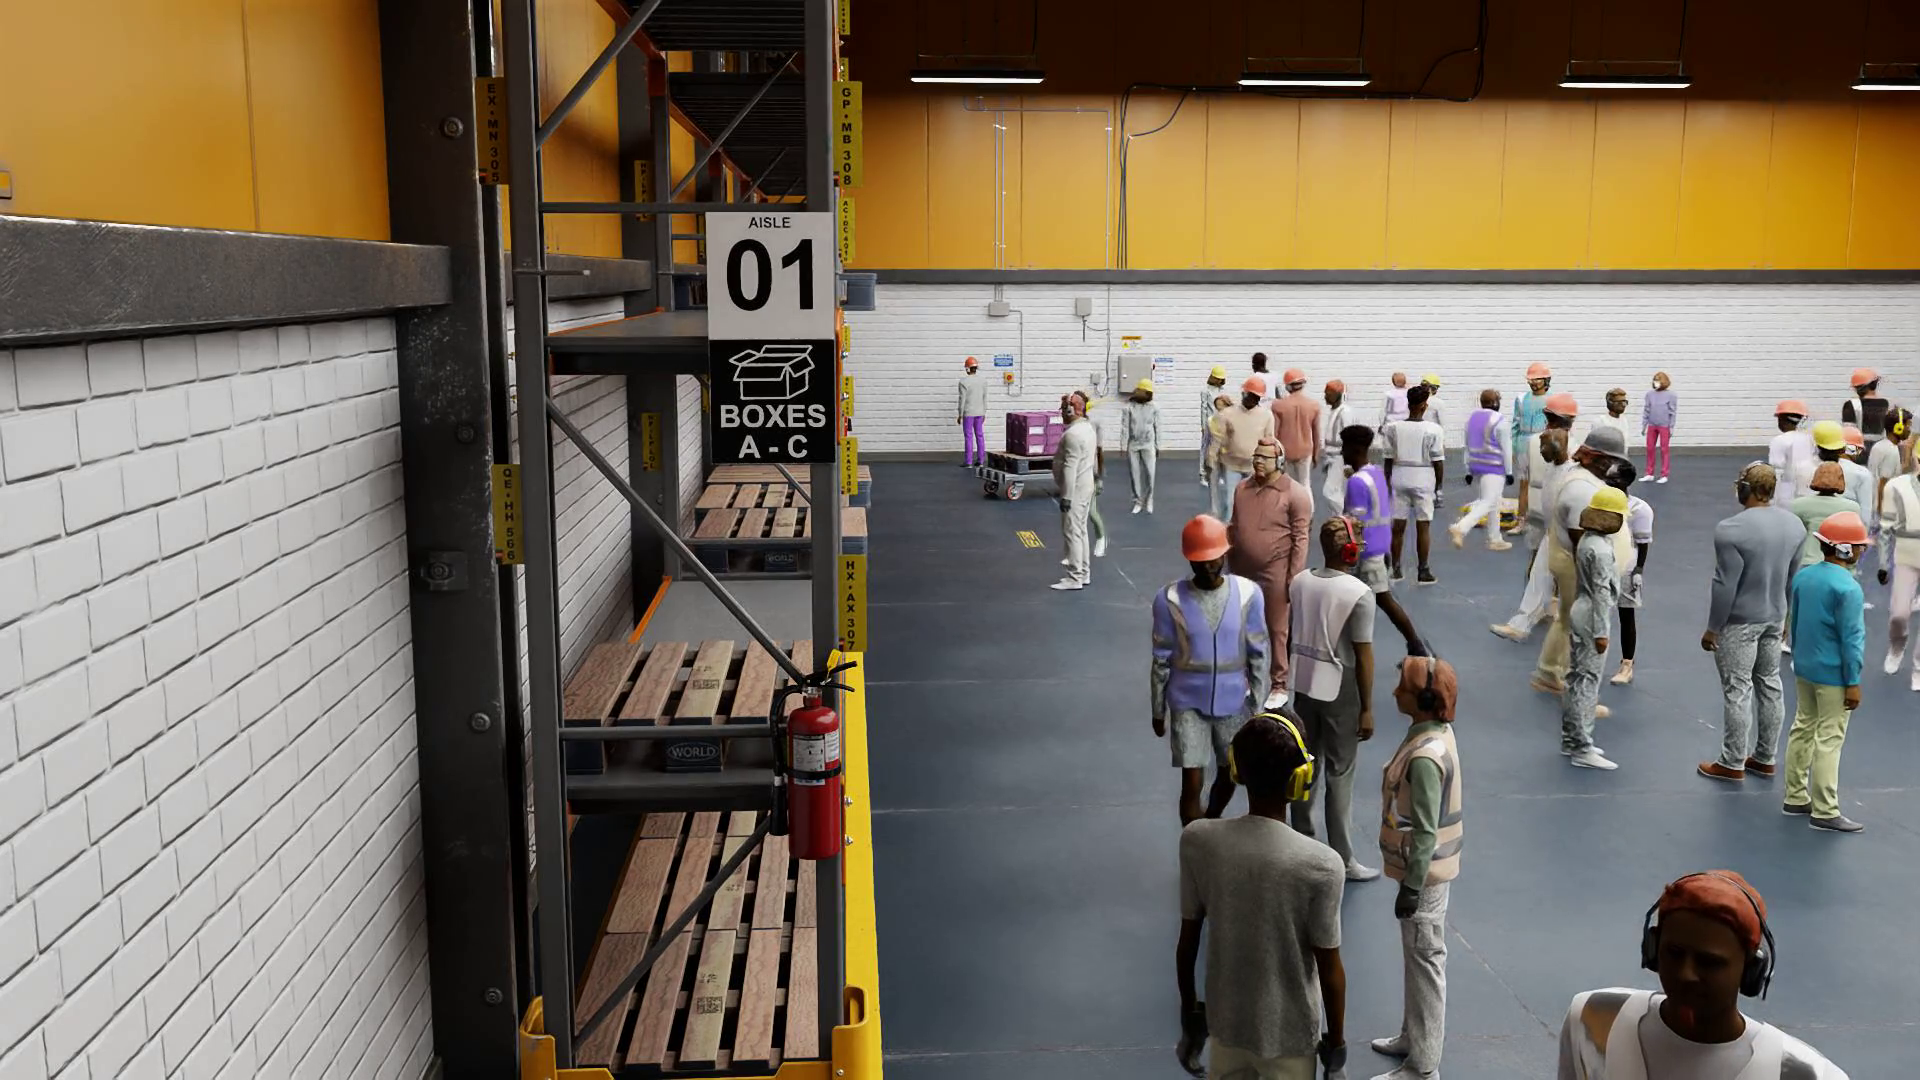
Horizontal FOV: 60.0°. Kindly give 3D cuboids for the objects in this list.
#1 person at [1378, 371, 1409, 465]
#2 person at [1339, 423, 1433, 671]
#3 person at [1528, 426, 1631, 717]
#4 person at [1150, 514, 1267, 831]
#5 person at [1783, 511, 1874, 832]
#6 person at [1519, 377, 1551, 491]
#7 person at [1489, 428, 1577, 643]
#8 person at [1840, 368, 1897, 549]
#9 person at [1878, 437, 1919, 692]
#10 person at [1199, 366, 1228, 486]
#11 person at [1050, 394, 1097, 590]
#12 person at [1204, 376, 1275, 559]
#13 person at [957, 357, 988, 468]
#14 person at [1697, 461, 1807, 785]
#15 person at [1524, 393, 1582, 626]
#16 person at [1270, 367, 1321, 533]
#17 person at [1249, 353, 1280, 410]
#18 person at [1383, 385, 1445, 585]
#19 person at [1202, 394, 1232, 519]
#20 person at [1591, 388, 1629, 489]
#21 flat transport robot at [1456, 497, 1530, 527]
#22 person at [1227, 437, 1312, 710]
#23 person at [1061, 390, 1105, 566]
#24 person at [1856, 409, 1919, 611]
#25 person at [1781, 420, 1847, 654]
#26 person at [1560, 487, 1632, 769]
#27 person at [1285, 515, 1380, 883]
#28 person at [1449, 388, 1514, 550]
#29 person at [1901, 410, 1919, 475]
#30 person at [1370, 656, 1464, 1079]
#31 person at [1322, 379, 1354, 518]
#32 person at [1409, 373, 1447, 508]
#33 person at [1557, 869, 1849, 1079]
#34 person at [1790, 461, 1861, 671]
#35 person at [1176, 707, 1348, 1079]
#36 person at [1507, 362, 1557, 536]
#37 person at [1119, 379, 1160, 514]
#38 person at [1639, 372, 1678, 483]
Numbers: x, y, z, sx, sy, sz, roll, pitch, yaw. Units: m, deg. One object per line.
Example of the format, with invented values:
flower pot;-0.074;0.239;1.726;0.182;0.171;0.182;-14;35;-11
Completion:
person;6.455;-1.670;24.504;0.525;1.621;0.550;-2;9;-13
person;3.186;0.059;12.773;1.031;1.918;0.613;4;10;26
person;4.330;0.180;11.586;0.623;2.000;0.827;3;9;16
person;1.213;0.781;8.276;0.569;1.905;0.728;-1;9;-4
person;4.788;0.711;9.148;0.327;1.752;0.561;-1;9;-4
person;7.958;-1.444;22.891;0.535;1.690;0.321;-4;10;-24
person;4.807;-0.010;13.565;0.935;1.781;0.545;-2;9;-10
person;10.130;-0.928;18.668;0.685;1.995;0.816;1;9;4
person;7.064;0.152;12.201;0.585;1.909;0.478;5;10;28
person;3.688;-1.645;24.007;0.484;1.735;0.310;-5;11;-31
person;1.097;-0.465;16.107;0.400;1.896;0.655;3;9;17
person;2.987;-0.782;17.875;0.776;1.966;0.523;1;9;4
person;0.187;-2.017;26.279;0.560;1.752;0.324;-7;11;-38
person;4.713;0.494;9.935;0.627;1.941;0.371;-3;10;-20
person;5.142;-0.255;14.350;0.508;2.028;0.632;-5;10;-27
person;3.896;-1.022;19.359;0.641;1.971;0.684;-1;9;-5
person;4.514;-1.893;25.130;0.602;1.866;0.996;-7;12;-39
person;4.452;-0.537;16.323;0.607;1.966;0.367;6;11;32
person;3.175;-0.951;20.014;0.519;1.626;0.487;5;10;30
person;6.922;-0.697;17.703;0.505;1.847;0.344;-5;10;-28
flat transport robot;6.650;-0.356;20.489;0.652;0.197;1.431;6;11;33
person;2.121;0.230;11.677;0.639;1.913;0.406;9;13;44
person;1.320;-0.679;17.613;0.517;1.845;0.820;4;10;22
person;8.455;-0.260;15.018;0.906;1.830;0.507;2;9;10
person;6.851;-0.035;13.408;0.504;1.901;0.733;8;12;41
person;3.953;0.534;10.317;0.321;1.736;0.487;1;9;9
person;1.848;0.792;8.350;0.395;1.847;0.564;-5;10;-29
person;5.739;-0.763;18.231;0.792;1.812;0.630;-3;9;-17
person;11.014;-0.842;18.765;0.566;1.796;0.859;-2;9;-14
person;1.716;1.233;6.216;0.307;1.644;0.512;3;9;16
person;4.250;-0.884;18.809;0.414;1.867;0.606;-1;9;-5
person;6.107;-1.291;21.714;0.524;1.760;0.328;8;12;42
person;1.433;1.571;3.345;0.574;1.885;0.356;7;12;39
person;6.561;0.213;12.655;0.497;1.633;0.285;7;11;36
person;0.839;1.380;4.594;0.512;1.870;0.329;6;11;33
person;6.632;-1.033;19.193;0.615;2.043;0.373;8;12;42
person;2.279;-1.173;21.109;0.535;1.720;0.497;0;9;3
person;10.235;-1.648;24.345;0.276;1.632;0.500;-7;11;-37
